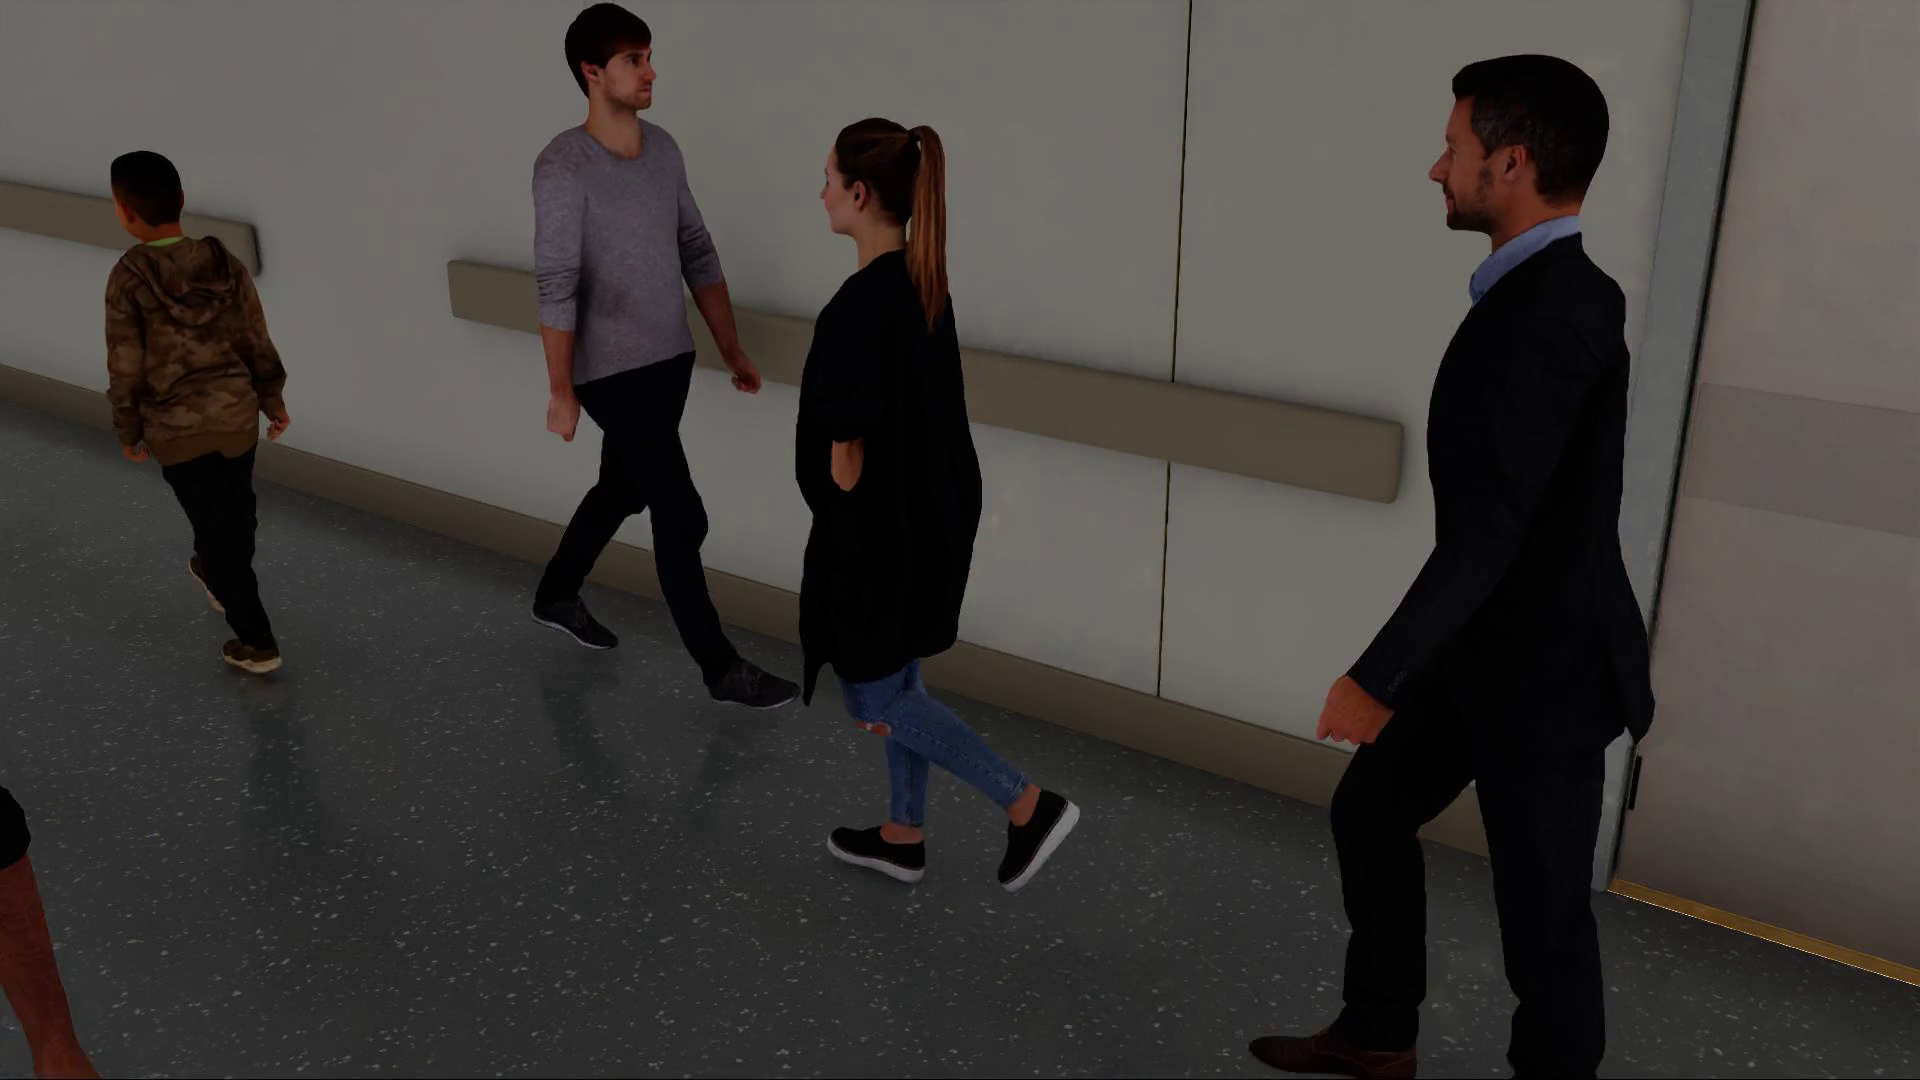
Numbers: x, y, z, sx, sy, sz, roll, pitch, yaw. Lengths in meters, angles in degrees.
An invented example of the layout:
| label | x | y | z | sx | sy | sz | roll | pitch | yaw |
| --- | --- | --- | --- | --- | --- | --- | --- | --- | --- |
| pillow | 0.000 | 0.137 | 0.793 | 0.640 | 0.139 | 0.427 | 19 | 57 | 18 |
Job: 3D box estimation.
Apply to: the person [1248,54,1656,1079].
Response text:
| label | x | y | z | sx | sy | sz | roll | pitch | yaw |
| --- | --- | --- | --- | --- | --- | --- | --- | --- | --- |
| person | 0.952 | 0.219 | 2.606 | 0.869 | 1.837 | 0.872 | 4 | 21 | 11 |

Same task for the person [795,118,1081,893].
| label | x | y | z | sx | sy | sz | roll | pitch | yaw |
| --- | --- | --- | --- | --- | --- | --- | --- | --- | --- |
| person | -0.055 | 0.009 | 3.396 | 0.789 | 1.669 | 0.854 | 10 | 23 | 24 |

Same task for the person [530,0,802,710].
| label | x | y | z | sx | sy | sz | roll | pitch | yaw |
| --- | --- | --- | --- | --- | --- | --- | --- | --- | --- |
| person | -0.939 | -0.445 | 4.413 | 0.896 | 1.798 | 1.190 | 9 | 23 | 23 |

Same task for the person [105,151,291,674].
| label | x | y | z | sx | sy | sz | roll | pitch | yaw |
| --- | --- | --- | --- | --- | --- | --- | --- | --- | --- |
| person | -2.058 | -0.312 | 4.594 | 0.679 | 1.422 | 0.880 | 17 | 27 | 38 |
